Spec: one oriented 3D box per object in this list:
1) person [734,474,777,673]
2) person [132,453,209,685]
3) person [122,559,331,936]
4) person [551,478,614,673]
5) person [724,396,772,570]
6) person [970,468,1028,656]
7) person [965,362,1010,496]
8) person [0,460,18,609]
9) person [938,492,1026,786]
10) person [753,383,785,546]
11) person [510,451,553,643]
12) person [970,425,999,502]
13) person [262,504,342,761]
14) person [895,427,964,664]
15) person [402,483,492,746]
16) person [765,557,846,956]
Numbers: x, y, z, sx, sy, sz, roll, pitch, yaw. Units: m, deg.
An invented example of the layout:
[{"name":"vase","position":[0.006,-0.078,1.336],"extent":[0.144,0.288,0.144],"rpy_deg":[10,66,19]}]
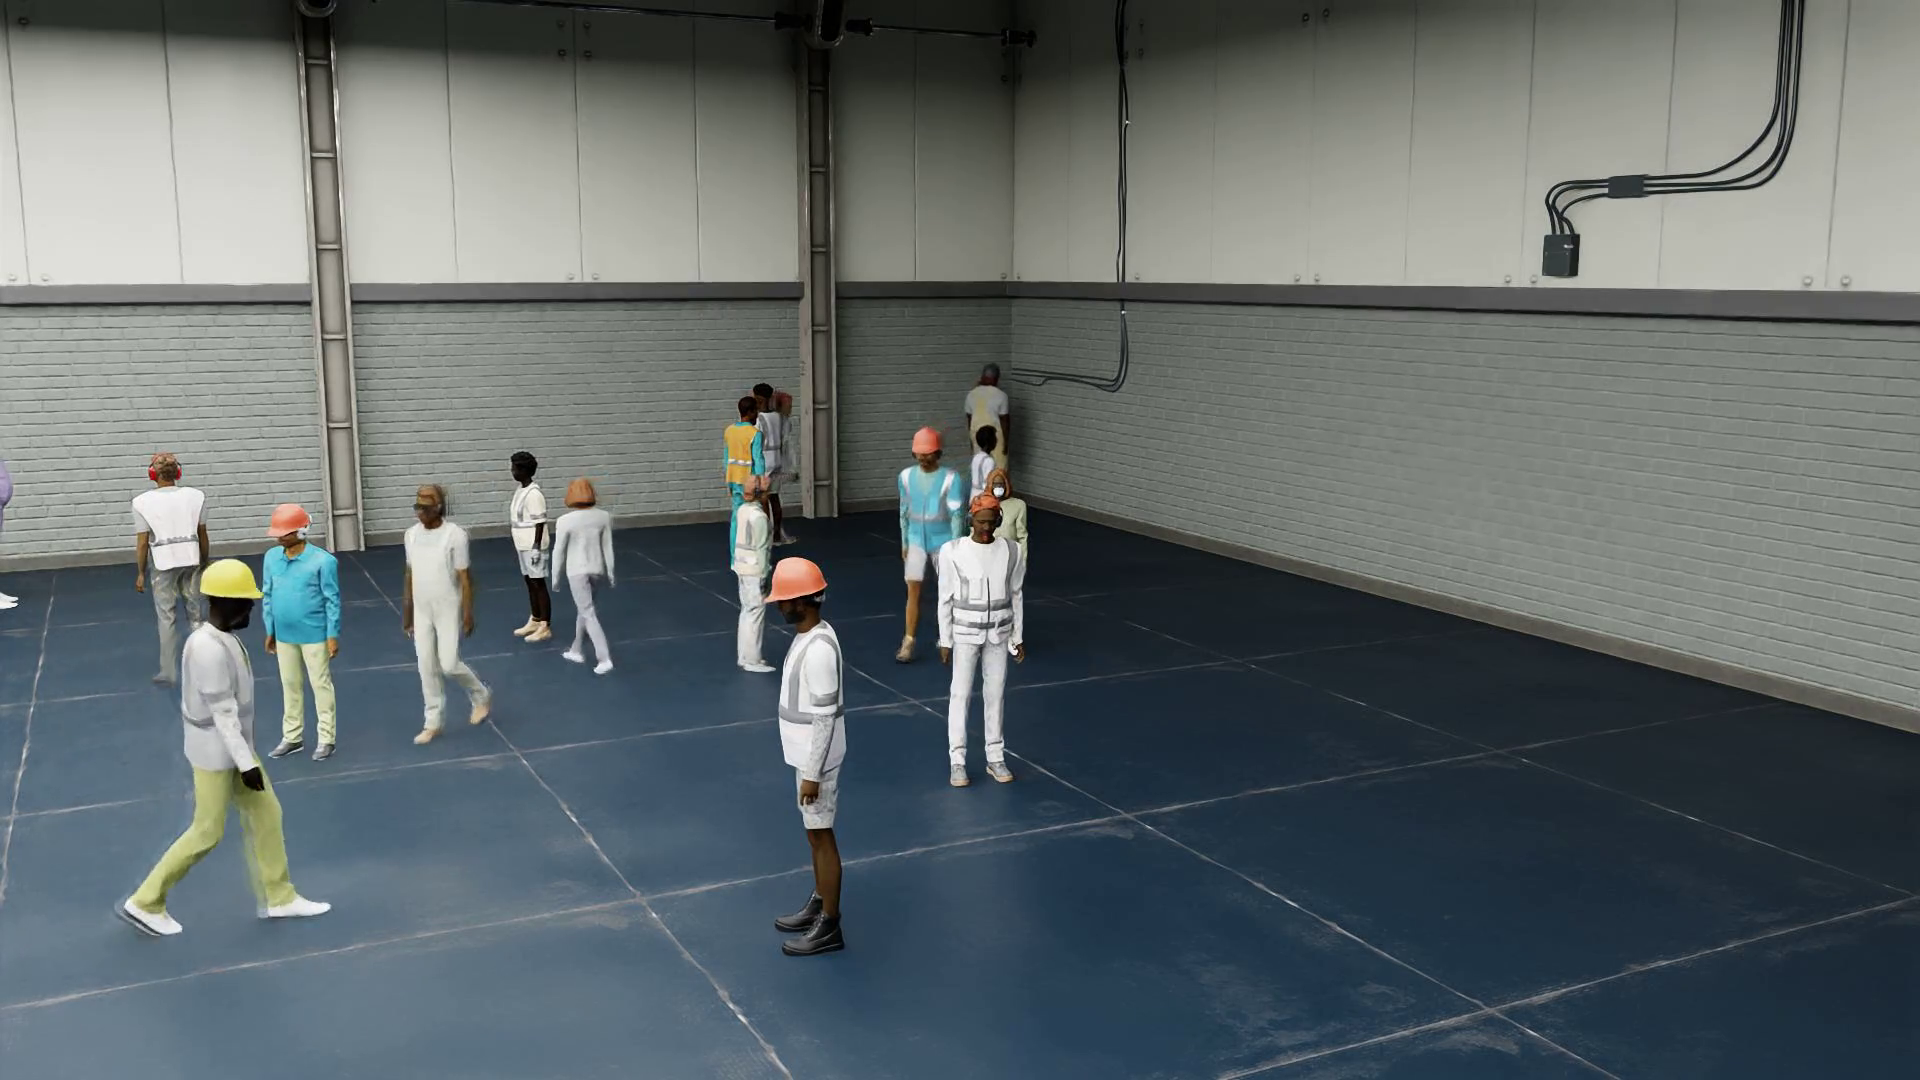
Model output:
[{"name":"person","position":[-1.685,0.274,13.600],"extent":[0.316,1.633,0.527],"rpy_deg":[-5,10,-26]},{"name":"person","position":[-6.244,0.229,13.211],"extent":[0.390,1.847,0.563],"rpy_deg":[9,13,43]},{"name":"person","position":[-3.691,1.022,8.212],"extent":[0.897,1.887,0.573],"rpy_deg":[-2,9,-11]},{"name":"person","position":[-3.076,0.283,13.661],"extent":[0.832,1.593,0.511],"rpy_deg":[9,13,43]},{"name":"person","position":[-2.341,-0.608,18.150],"extent":[0.597,1.916,0.371],"rpy_deg":[9,13,43]},{"name":"person","position":[0.328,0.192,14.128],"extent":[0.499,1.627,0.279],"rpy_deg":[-1,9,-8]},{"name":"person","position":[0.433,-1.425,22.807],"extent":[0.691,2.000,0.536],"rpy_deg":[6,11,33]},{"name":"person","position":[-9.448,-0.287,16.210],"extent":[0.407,1.909,0.640],"rpy_deg":[-5,10,-26]},{"name":"person","position":[0.140,0.627,10.641],"extent":[0.573,1.887,0.355],"rpy_deg":[-3,10,-17]},{"name":"person","position":[-2.305,-0.875,19.647],"extent":[0.365,1.965,0.608],"rpy_deg":[5,10,26]},{"name":"person","position":[-3.807,0.055,14.738],"extent":[0.320,1.697,0.537],"rpy_deg":[-5,11,-29]},{"name":"person","position":[0.275,-0.349,17.240],"extent":[0.316,1.698,0.544],"rpy_deg":[-2,10,-14]},{"name":"person","position":[-4.430,0.615,11.153],"extent":[0.563,1.741,0.346],"rpy_deg":[2,10,14]},{"name":"person","position":[-0.244,0.021,14.121],"extent":[0.614,1.981,1.070],"rpy_deg":[3,10,18]},{"name":"person","position":[-3.627,0.496,11.622],"extent":[0.523,1.830,0.549],"rpy_deg":[4,10,21]},{"name":"person","position":[-0.738,1.034,8.007],"extent":[0.374,1.928,0.542],"rpy_deg":[-2,9,-9]}]
